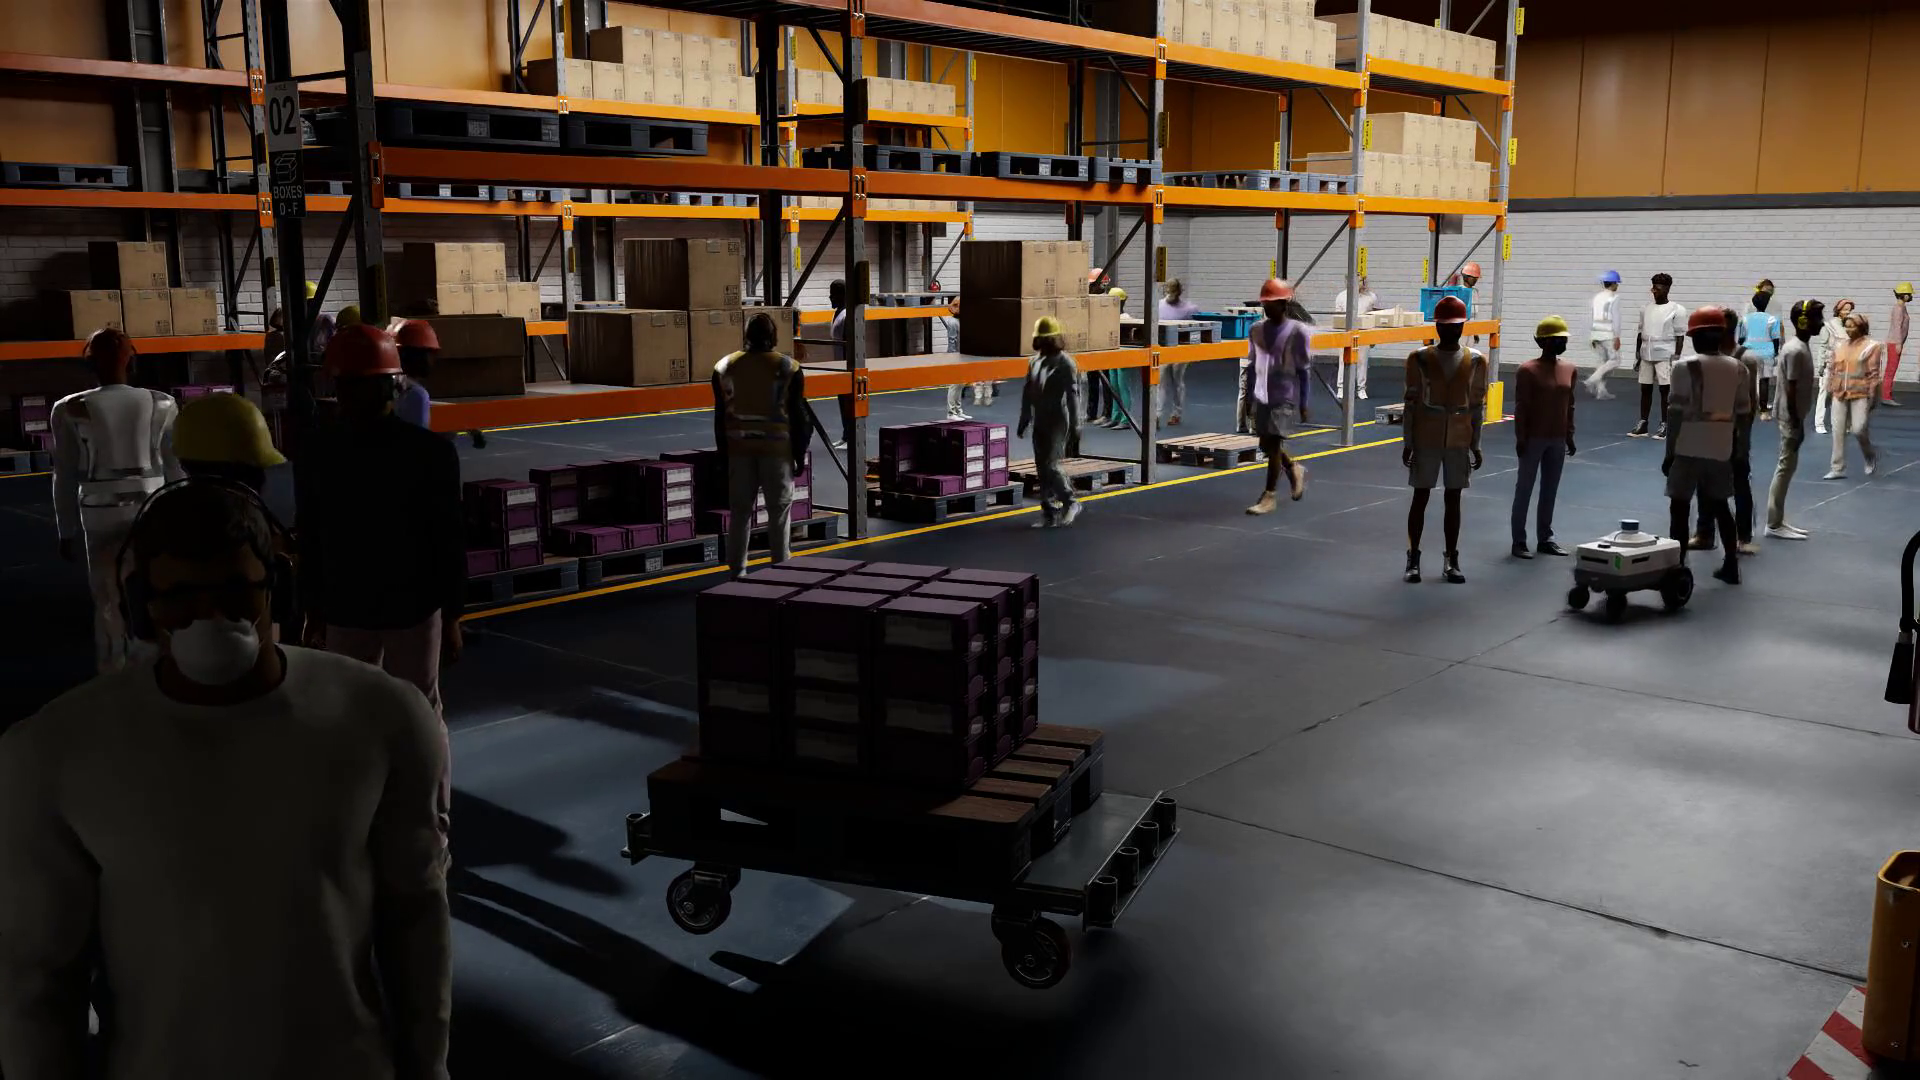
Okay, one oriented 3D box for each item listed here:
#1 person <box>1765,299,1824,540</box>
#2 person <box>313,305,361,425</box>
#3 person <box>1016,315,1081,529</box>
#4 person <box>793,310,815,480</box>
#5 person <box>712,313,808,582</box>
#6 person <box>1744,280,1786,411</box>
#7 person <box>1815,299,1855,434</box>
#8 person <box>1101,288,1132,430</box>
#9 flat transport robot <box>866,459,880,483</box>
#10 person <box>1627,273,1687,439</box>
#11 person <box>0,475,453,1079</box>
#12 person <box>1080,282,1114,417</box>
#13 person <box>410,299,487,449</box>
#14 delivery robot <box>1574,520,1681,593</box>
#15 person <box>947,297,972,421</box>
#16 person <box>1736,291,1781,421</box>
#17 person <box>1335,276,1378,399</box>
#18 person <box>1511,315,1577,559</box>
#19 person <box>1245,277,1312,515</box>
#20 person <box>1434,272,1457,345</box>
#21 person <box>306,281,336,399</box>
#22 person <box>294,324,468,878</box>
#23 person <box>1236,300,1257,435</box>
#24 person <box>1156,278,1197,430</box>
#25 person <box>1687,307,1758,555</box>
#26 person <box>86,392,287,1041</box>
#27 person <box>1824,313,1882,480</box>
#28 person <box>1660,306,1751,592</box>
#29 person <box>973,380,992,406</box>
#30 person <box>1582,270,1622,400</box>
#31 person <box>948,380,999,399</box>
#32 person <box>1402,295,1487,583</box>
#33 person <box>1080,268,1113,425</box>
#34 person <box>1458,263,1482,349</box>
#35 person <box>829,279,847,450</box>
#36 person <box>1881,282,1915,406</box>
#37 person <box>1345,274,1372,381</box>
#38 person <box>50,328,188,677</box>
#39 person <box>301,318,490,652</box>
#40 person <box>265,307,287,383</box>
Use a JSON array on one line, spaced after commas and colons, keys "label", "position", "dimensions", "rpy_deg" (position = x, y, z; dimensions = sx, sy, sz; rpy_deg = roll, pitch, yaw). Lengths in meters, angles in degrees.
[{"label": "person", "position": [6.498, -0.935, 12.938], "dimensions": [0.321, 1.867, 0.561], "rpy_deg": [6, 11, 29]}, {"label": "person", "position": [-4.482, -0.819, 12.363], "dimensions": [0.597, 1.831, 0.403], "rpy_deg": [4, 11, 20]}, {"label": "person", "position": [0.706, -0.926, 13.282], "dimensions": [0.376, 1.727, 0.500], "rpy_deg": [-8, 13, -38]}, {"label": "person", "position": [-1.637, -1.401, 16.151], "dimensions": [0.347, 1.663, 0.585], "rpy_deg": [-9, 13, -42]}, {"label": "person", "position": [-1.310, -0.577, 10.999], "dimensions": [0.632, 1.836, 0.430], "rpy_deg": [1, 10, 8]}, {"label": "person", "position": [11.223, -2.718, 23.226], "dimensions": [0.537, 1.823, 0.972], "rpy_deg": [0, 10, -2]}, {"label": "person", "position": [10.689, -2.108, 20.258], "dimensions": [0.523, 1.637, 0.306], "rpy_deg": [-1, 10, -7]}, {"label": "person", "position": [1.959, -2.254, 20.742], "dimensions": [0.335, 1.763, 0.523], "rpy_deg": [-3, 11, -19]}, {"label": "flat transport robot", "position": [-0.329, -0.711, 16.191], "dimensions": [0.652, 0.197, 1.431], "rpy_deg": [8, 13, 39]}, {"label": "person", "position": [8.265, -2.174, 19.707], "dimensions": [0.367, 1.963, 0.603], "rpy_deg": [-7, 12, -34]}, {"label": "person", "position": [-1.070, 0.858, 2.510], "dimensions": [0.635, 1.937, 0.352], "rpy_deg": [-6, 12, -30]}, {"label": "person", "position": [1.710, -2.548, 22.154], "dimensions": [0.631, 1.853, 0.528], "rpy_deg": [-3, 10, -16]}, {"label": "person", "position": [-3.872, -0.848, 12.411], "dimensions": [0.656, 1.892, 0.659], "rpy_deg": [5, 11, 27]}, {"label": "delivery robot", "position": [4.179, 0.116, 10.409], "dimensions": [0.707, 0.478, 0.477], "rpy_deg": [-7, 12, -34]}, {"label": "person", "position": [-0.025, -2.366, 21.769], "dimensions": [0.290, 1.623, 0.507], "rpy_deg": [3, 10, 17]}, {"label": "person", "position": [10.422, -2.397, 21.729], "dimensions": [0.535, 1.700, 0.318], "rpy_deg": [8, 13, 37]}, {"label": "person", "position": [5.921, -3.058, 24.902], "dimensions": [0.642, 1.909, 0.410], "rpy_deg": [1, 10, 7]}, {"label": "person", "position": [4.270, -0.747, 12.136], "dimensions": [0.529, 1.772, 0.303], "rpy_deg": [-4, 11, -21]}, {"label": "person", "position": [2.758, -1.238, 14.255], "dimensions": [0.858, 2.018, 0.615], "rpy_deg": [-10, 14, -44]}, {"label": "person", "position": [7.401, -3.111, 25.319], "dimensions": [0.681, 1.893, 0.535], "rpy_deg": [-5, 11, -27]}, {"label": "person", "position": [-6.630, -1.695, 17.121], "dimensions": [0.588, 1.919, 0.401], "rpy_deg": [4, 11, 21]}, {"label": "person", "position": [-2.037, 0.245, 5.842], "dimensions": [0.610, 1.996, 0.386], "rpy_deg": [1, 10, 8]}, {"label": "person", "position": [3.563, -2.087, 20.151], "dimensions": [0.312, 1.634, 0.514], "rpy_deg": [-6, 11, -30]}, {"label": "person", "position": [2.638, -2.330, 20.835], "dimensions": [0.637, 1.876, 1.062], "rpy_deg": [4, 11, 21]}, {"label": "person", "position": [5.709, -0.803, 12.326], "dimensions": [0.468, 1.827, 0.571], "rpy_deg": [-6, 11, -29]}, {"label": "person", "position": [-2.142, 0.533, 4.534], "dimensions": [0.857, 1.894, 0.604], "rpy_deg": [2, 10, 9]}, {"label": "person", "position": [8.702, -1.392, 16.198], "dimensions": [0.441, 1.626, 0.534], "rpy_deg": [-6, 11, -29]}, {"label": "person", "position": [4.971, -0.599, 11.017], "dimensions": [0.761, 1.884, 0.555], "rpy_deg": [-2, 10, -11]}, {"label": "person", "position": [0.265, -2.883, 23.694], "dimensions": [0.654, 1.967, 0.678], "rpy_deg": [2, 10, 10]}, {"label": "person", "position": [9.537, -3.027, 24.646], "dimensions": [0.531, 1.929, 0.625], "rpy_deg": [-2, 10, -13]}, {"label": "person", "position": [0.219, -3.059, 24.952], "dimensions": [1.014, 1.881, 0.567], "rpy_deg": [-8, 13, -37]}, {"label": "person", "position": [3.259, -0.671, 11.214], "dimensions": [0.543, 1.940, 0.361], "rpy_deg": [1, 10, 7]}, {"label": "person", "position": [1.768, -2.472, 21.308], "dimensions": [0.379, 1.996, 0.609], "rpy_deg": [-7, 12, -36]}, {"label": "person", "position": [7.599, -3.130, 24.947], "dimensions": [0.605, 2.035, 0.390], "rpy_deg": [-8, 13, -40]}, {"label": "person", "position": [-1.279, -1.958, 18.646], "dimensions": [0.391, 1.911, 0.582], "rpy_deg": [-3, 10, -14]}, {"label": "person", "position": [13.463, -2.807, 23.867], "dimensions": [0.318, 1.769, 0.522], "rpy_deg": [5, 11, 27]}, {"label": "person", "position": [6.641, -3.569, 28.044], "dimensions": [0.444, 1.831, 0.567], "rpy_deg": [0, 10, 1]}, {"label": "person", "position": [-4.051, -0.085, 8.062], "dimensions": [0.589, 1.878, 0.347], "rpy_deg": [-7, 12, -37]}, {"label": "person", "position": [-3.120, -0.262, 9.066], "dimensions": [1.010, 1.888, 0.578], "rpy_deg": [-7, 12, -35]}, {"label": "person", "position": [-7.279, -1.688, 17.915], "dimensions": [0.497, 1.626, 0.284], "rpy_deg": [6, 12, 32]}]
